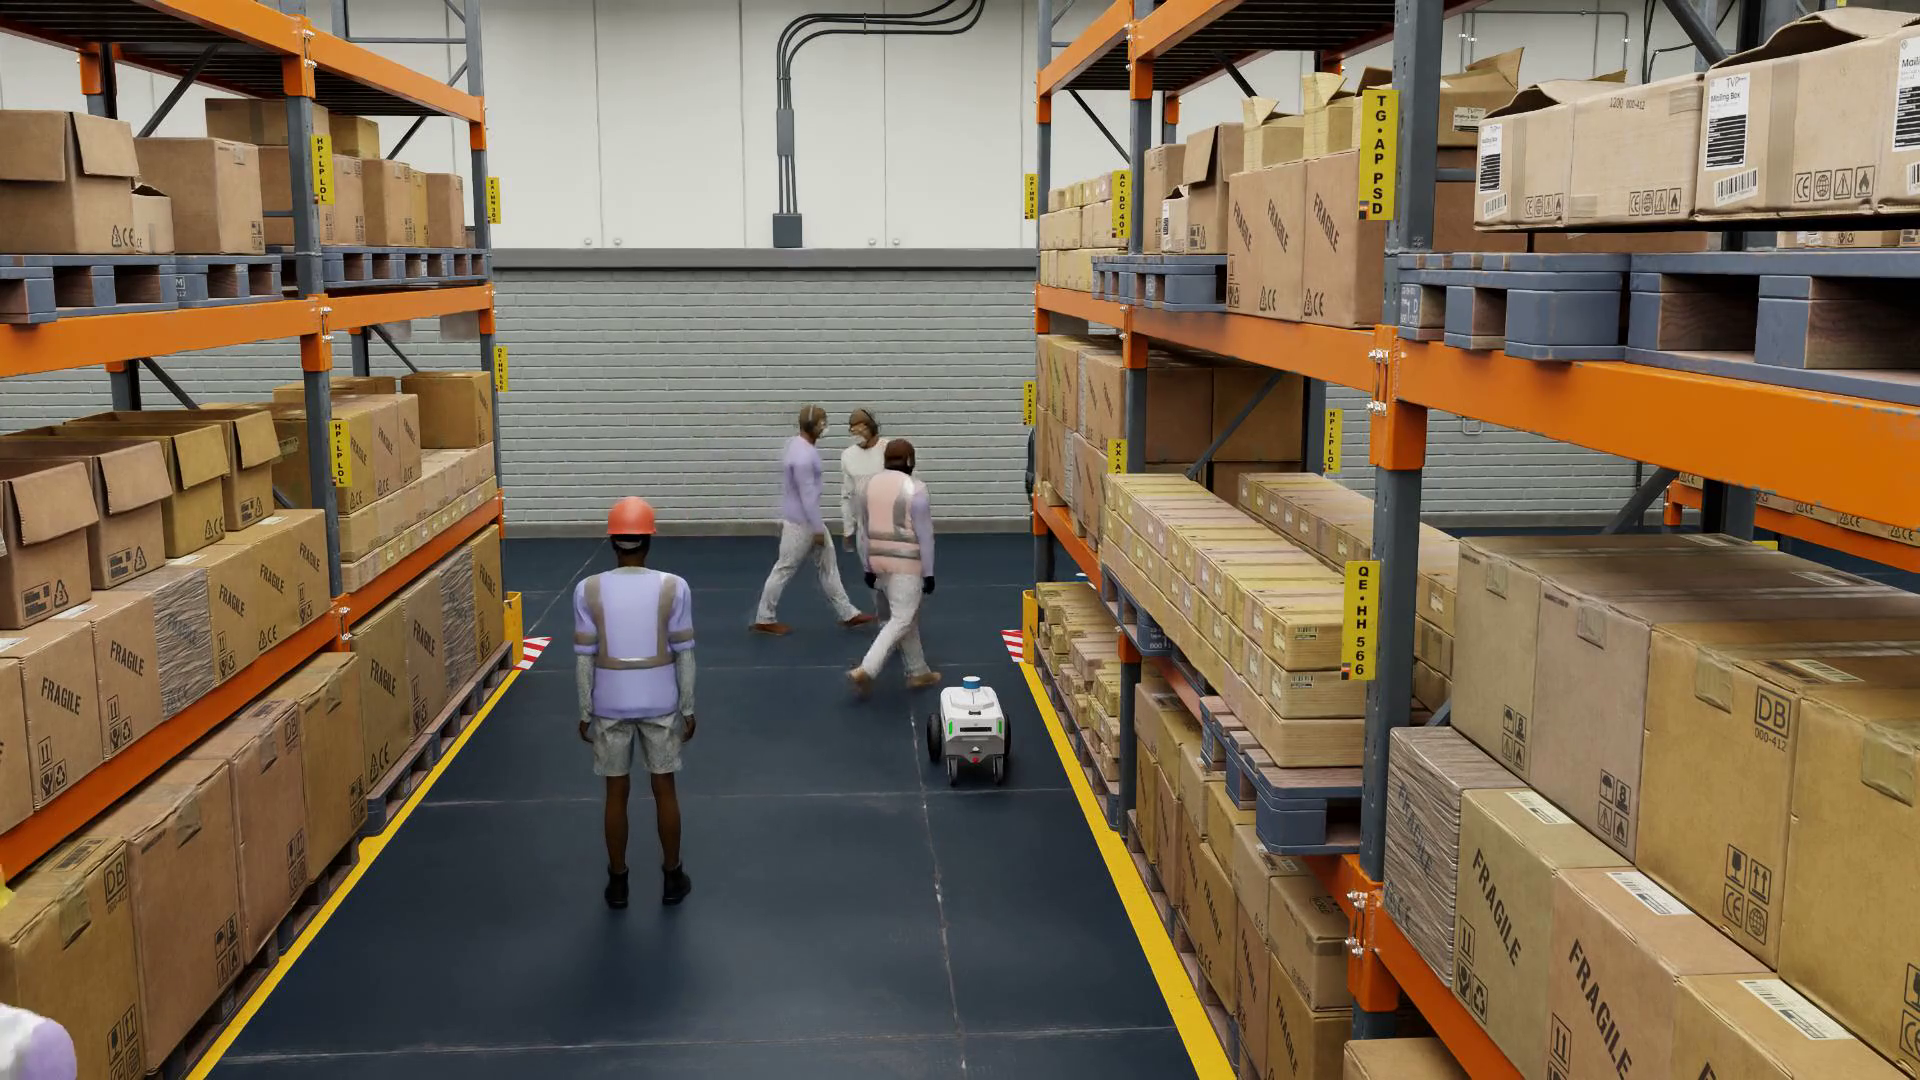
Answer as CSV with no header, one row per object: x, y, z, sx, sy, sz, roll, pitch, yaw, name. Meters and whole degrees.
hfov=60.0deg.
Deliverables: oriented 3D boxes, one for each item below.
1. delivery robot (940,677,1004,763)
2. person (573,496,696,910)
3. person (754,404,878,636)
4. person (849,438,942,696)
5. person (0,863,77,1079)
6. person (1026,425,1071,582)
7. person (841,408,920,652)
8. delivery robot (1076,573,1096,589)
0.069,1.053,9.839,0.477,0.478,0.707,-1,10,-4,delivery robot
-1.514,0.758,7.791,0.551,1.932,0.378,-1,10,-9,person
-1.197,-0.144,13.294,1.029,1.876,0.638,0,10,-1,person
-0.473,0.197,11.541,0.859,1.800,0.653,-9,13,-43,person
-2.100,1.517,3.507,0.589,1.875,0.993,-1,10,-7,person
0.924,-0.409,14.350,0.834,2.000,0.726,-8,13,-40,person
-0.645,-0.068,12.746,0.667,1.903,0.447,8,13,40,person
0.959,0.505,13.064,0.707,0.478,0.477,-6,11,-31,delivery robot
